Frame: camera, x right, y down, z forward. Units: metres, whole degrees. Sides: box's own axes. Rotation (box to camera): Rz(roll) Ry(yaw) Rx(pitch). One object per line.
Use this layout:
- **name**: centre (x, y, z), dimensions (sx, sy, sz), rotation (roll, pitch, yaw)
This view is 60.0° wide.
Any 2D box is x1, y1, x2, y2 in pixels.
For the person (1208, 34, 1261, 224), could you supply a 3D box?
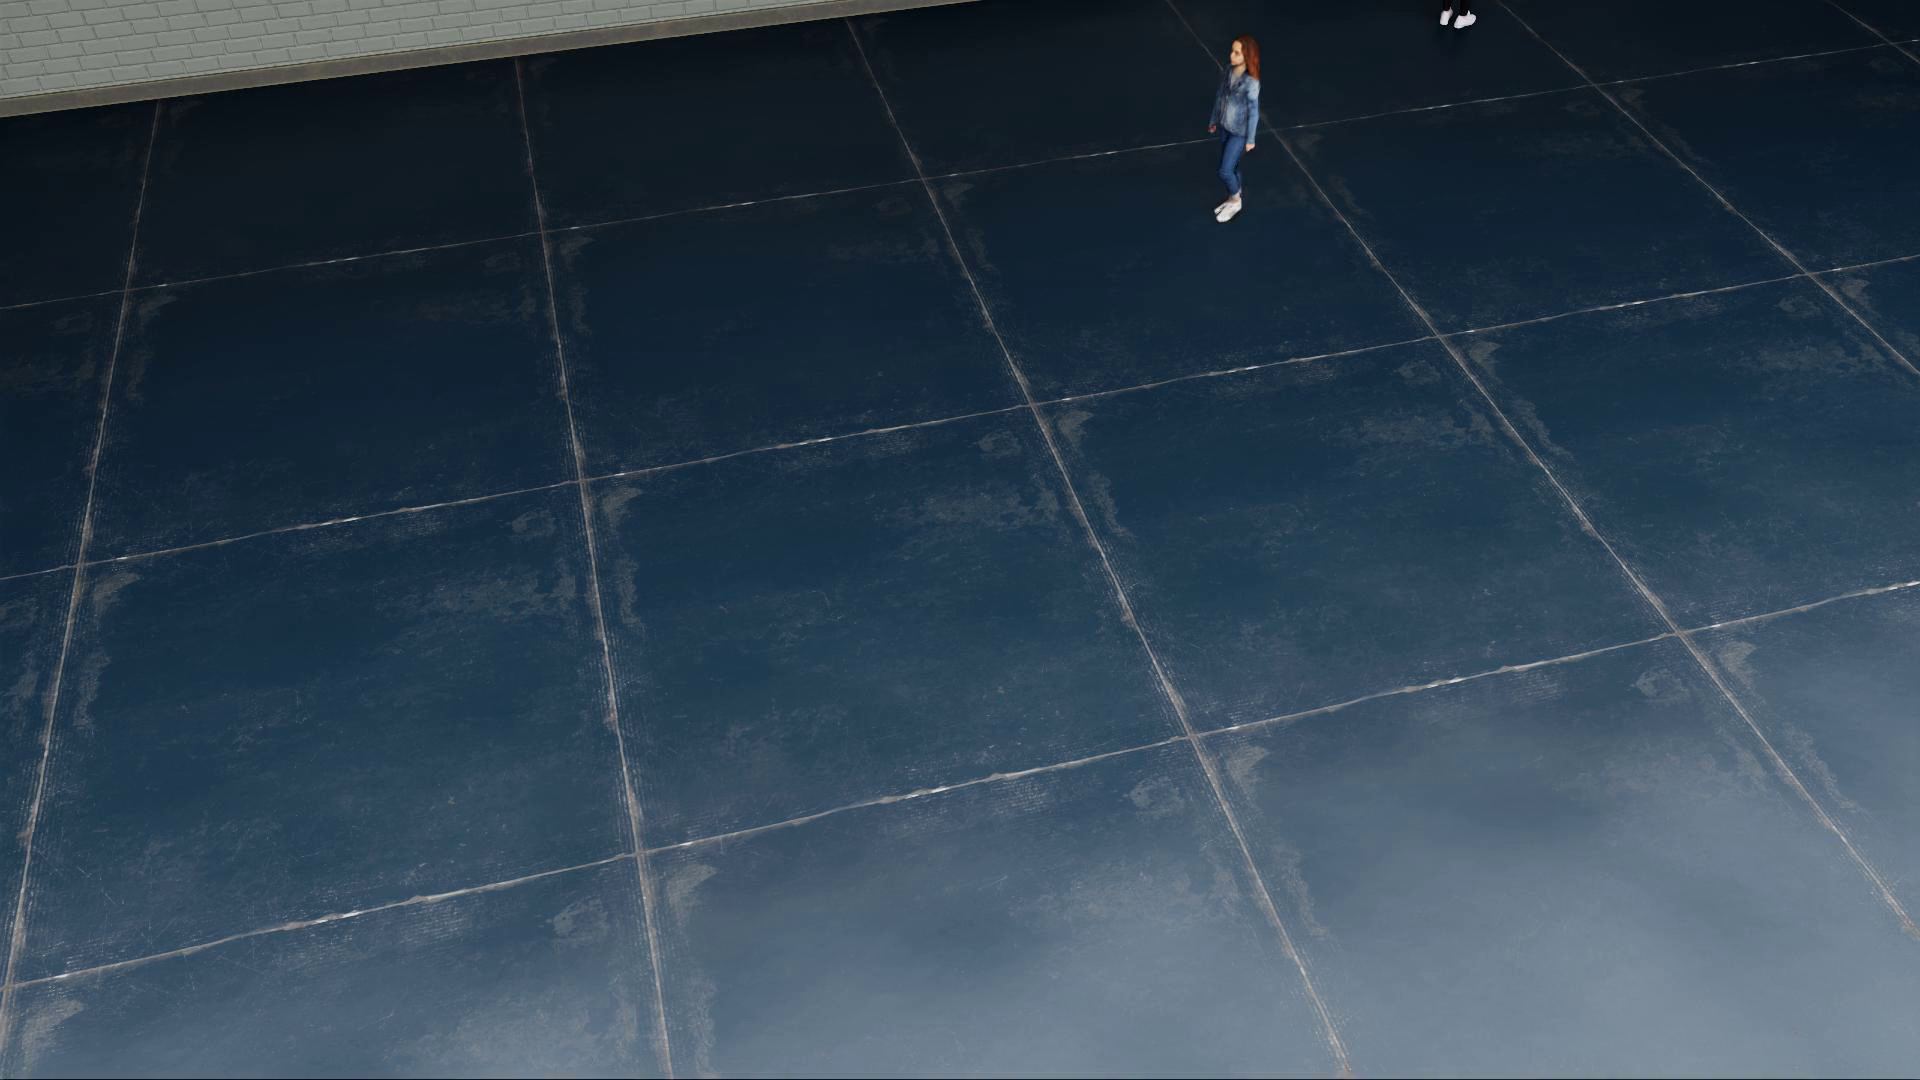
- **person**: centre (2.123, -3.082, 12.412), dimensions (0.646, 1.468, 0.520), rotation (-16, 45, -16)
